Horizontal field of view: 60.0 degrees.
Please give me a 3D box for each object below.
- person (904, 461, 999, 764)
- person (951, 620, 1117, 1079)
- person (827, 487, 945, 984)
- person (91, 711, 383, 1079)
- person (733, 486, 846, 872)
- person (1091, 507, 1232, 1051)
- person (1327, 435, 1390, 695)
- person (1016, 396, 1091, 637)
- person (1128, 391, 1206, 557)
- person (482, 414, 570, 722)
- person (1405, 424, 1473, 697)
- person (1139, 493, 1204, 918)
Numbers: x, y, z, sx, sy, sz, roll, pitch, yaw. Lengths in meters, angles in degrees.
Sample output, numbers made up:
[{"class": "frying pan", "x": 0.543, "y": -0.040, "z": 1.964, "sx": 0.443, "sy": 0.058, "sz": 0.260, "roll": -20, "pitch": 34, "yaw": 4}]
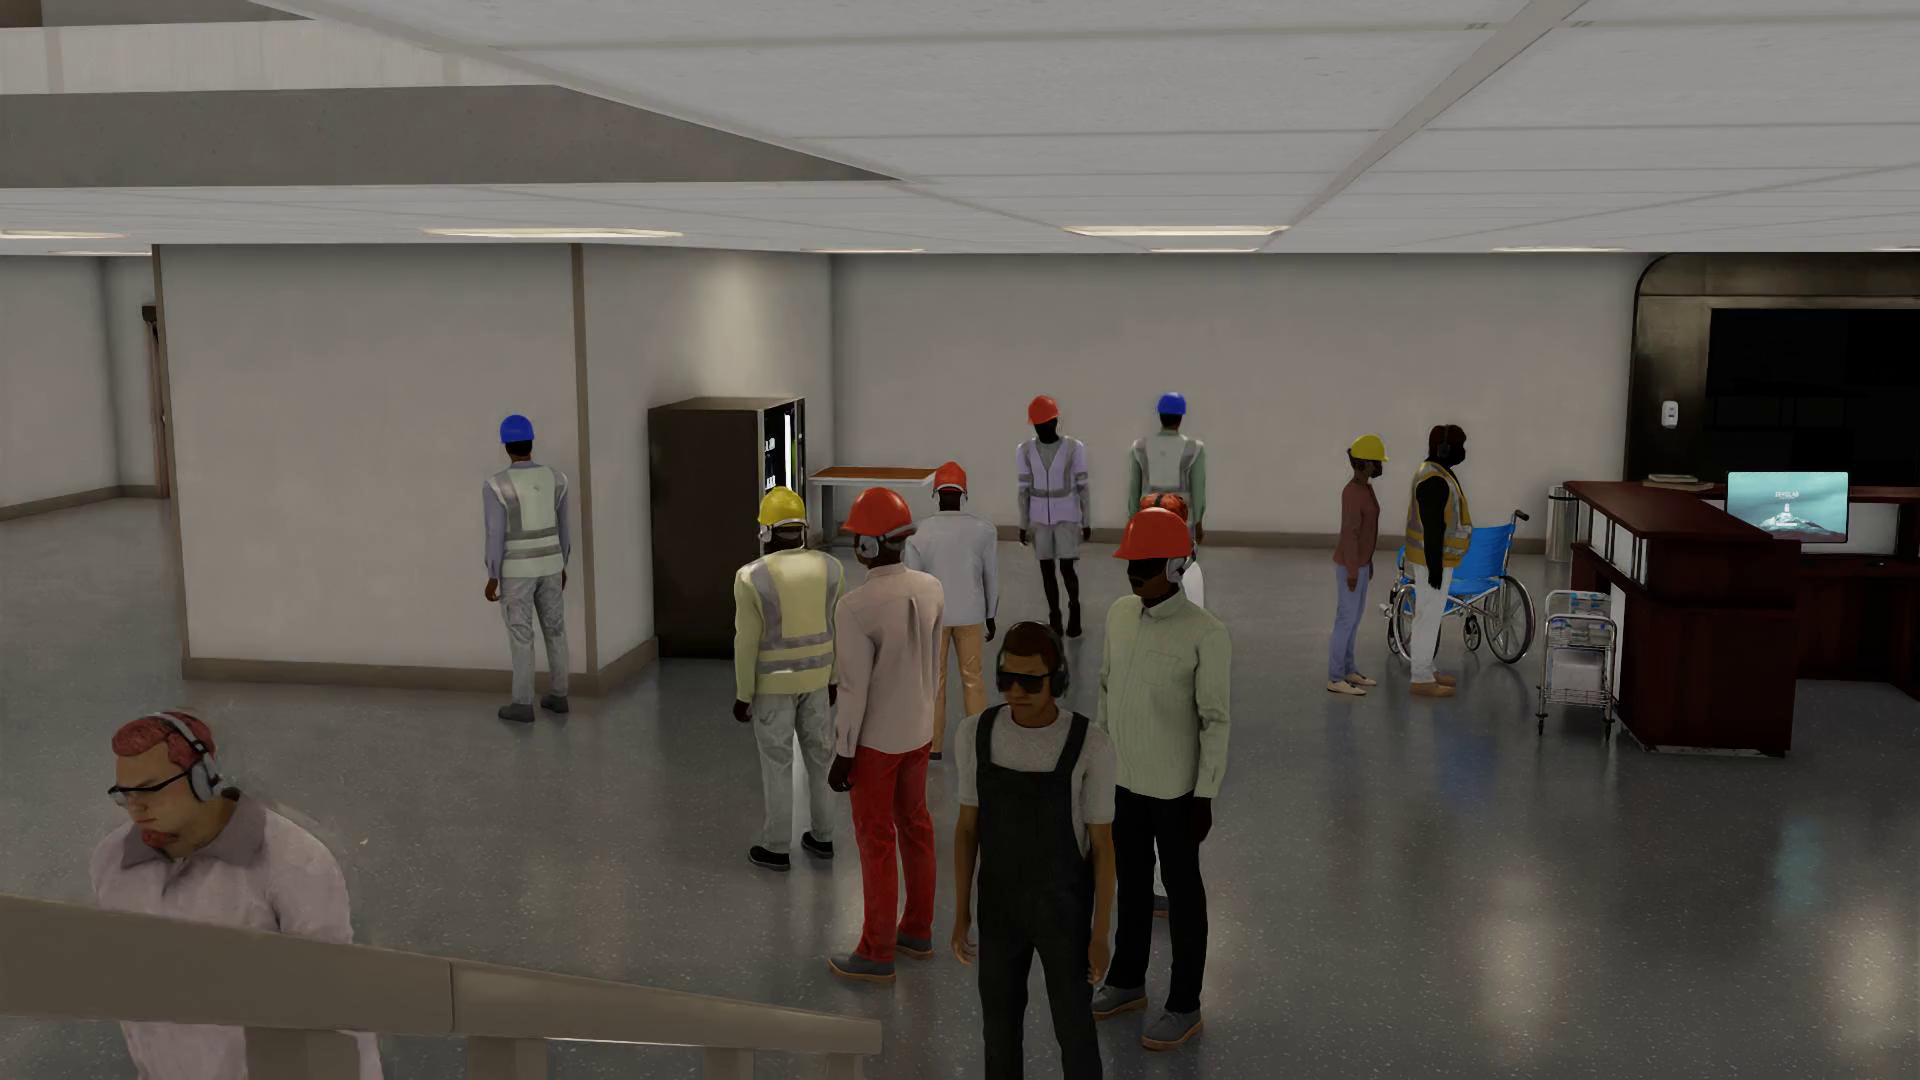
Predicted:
[{"class": "person", "x": -0.058, "y": 0.417, "z": 9.654, "sx": 0.572, "sy": 1.749, "sz": 0.343, "roll": -2, "pitch": 9, "yaw": -10}, {"class": "person", "x": 0.218, "y": 1.131, "z": 5.006, "sx": 0.505, "sy": 1.836, "sz": 0.359, "roll": 4, "pitch": 10, "yaw": 24}, {"class": "person", "x": -0.301, "y": 0.777, "z": 6.687, "sx": 0.376, "sy": 1.997, "sz": 0.612, "roll": 6, "pitch": 11, "yaw": 35}, {"class": "person", "x": -1.709, "y": 1.289, "z": 4.032, "sx": 0.740, "sy": 1.850, "sz": 1.008, "roll": 1, "pitch": 9, "yaw": 8}, {"class": "person", "x": -0.823, "y": 0.658, "z": 7.924, "sx": 0.593, "sy": 1.833, "sz": 0.403, "roll": -7, "pitch": 11, "yaw": -35}, {"class": "person", "x": 0.714, "y": 0.865, "z": 6.141, "sx": 0.378, "sy": 1.996, "sz": 0.610, "roll": -8, "pitch": 12, "yaw": -39}, {"class": "person", "x": 2.695, "y": 0.164, "z": 11.212, "sx": 0.342, "sy": 1.756, "sz": 0.518, "roll": 4, "pitch": 10, "yaw": 23}, {"class": "person", "x": 0.697, "y": -0.158, "z": 12.742, "sx": 0.559, "sy": 1.903, "sz": 0.508, "roll": 3, "pitch": 10, "yaw": 19}, {"class": "person", "x": 1.576, "y": -0.178, "z": 12.826, "sx": 0.613, "sy": 1.928, "sz": 0.766, "roll": 4, "pitch": 10, "yaw": 22}, {"class": "person", "x": -2.742, "y": 0.179, "z": 10.532, "sx": 0.402, "sy": 1.944, "sz": 0.605, "roll": 8, "pitch": 12, "yaw": 42}, {"class": "person", "x": 3.214, "y": 0.133, "z": 11.183, "sx": 0.430, "sy": 1.835, "sz": 0.619, "roll": 4, "pitch": 10, "yaw": 21}, {"class": "person", "x": 0.902, "y": 0.726, "z": 7.354, "sx": 0.339, "sy": 1.879, "sz": 0.584, "roll": 4, "pitch": 10, "yaw": 23}]
